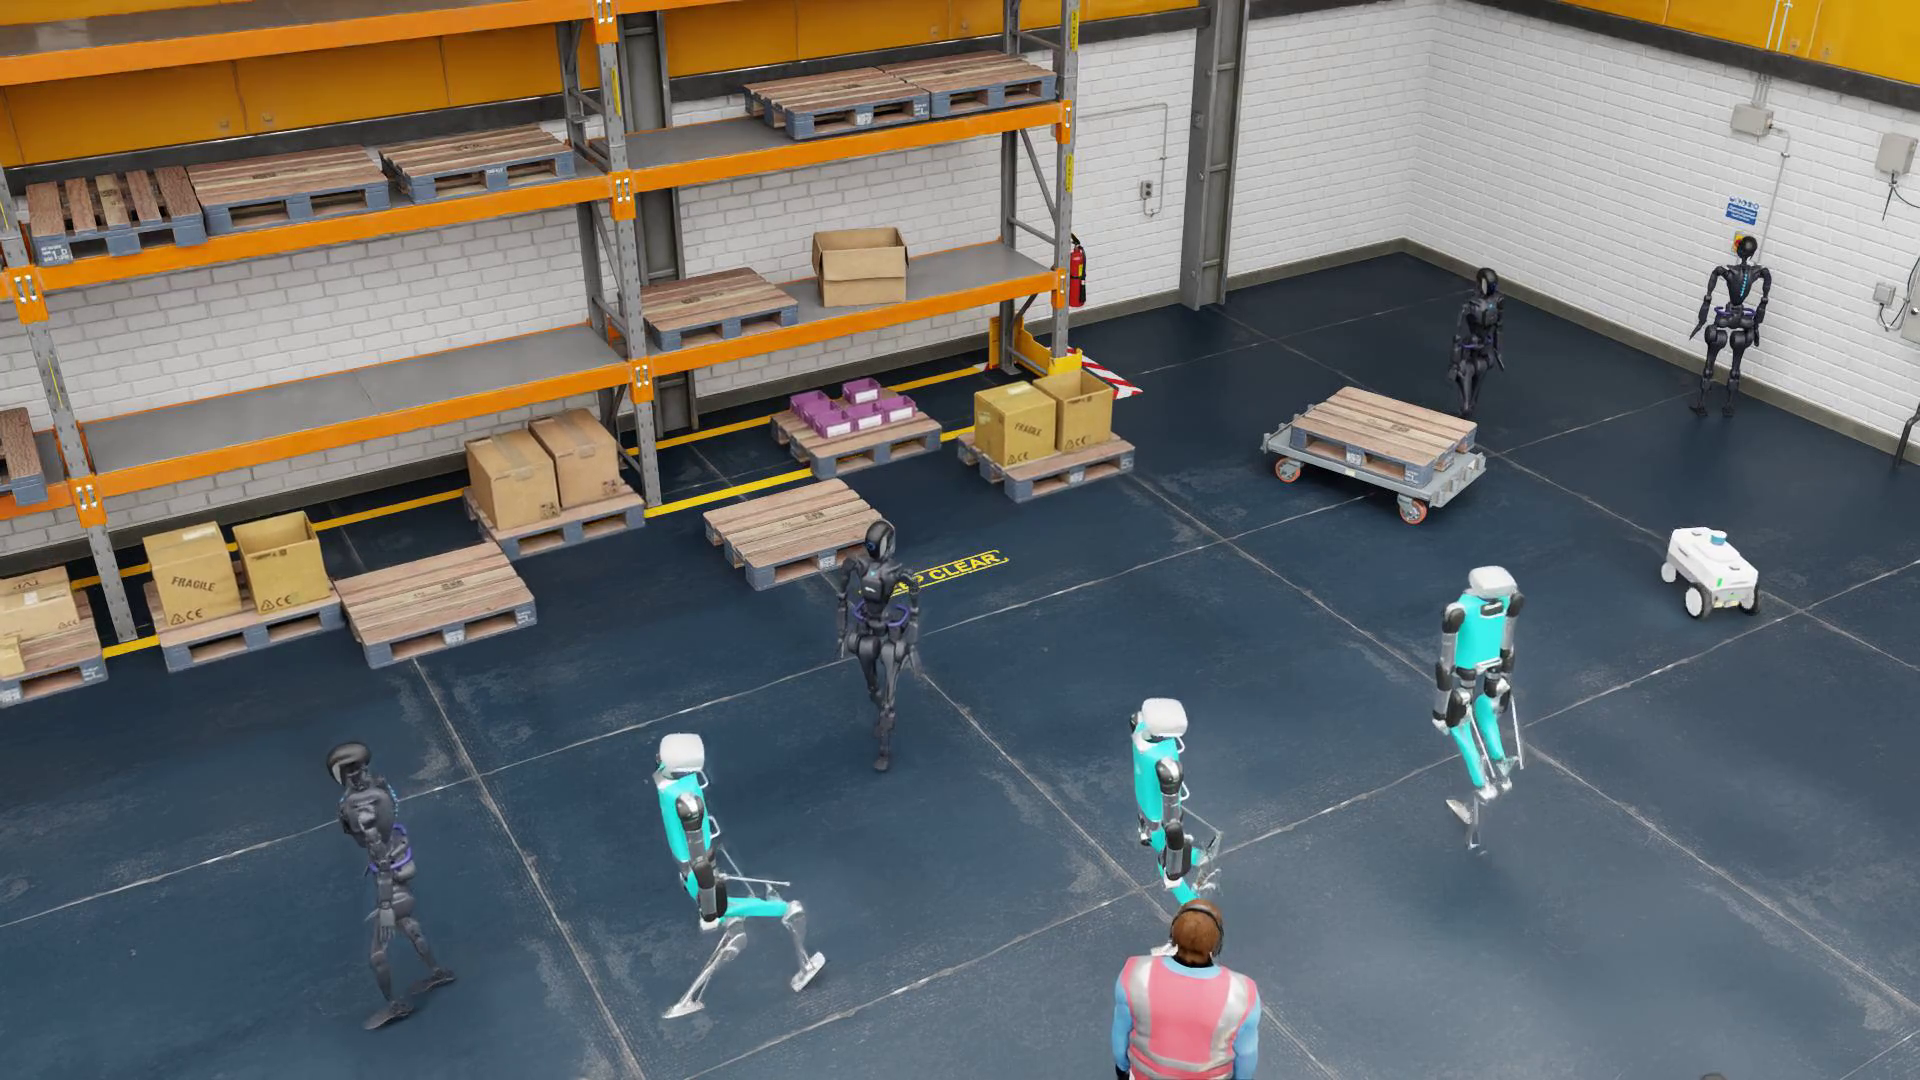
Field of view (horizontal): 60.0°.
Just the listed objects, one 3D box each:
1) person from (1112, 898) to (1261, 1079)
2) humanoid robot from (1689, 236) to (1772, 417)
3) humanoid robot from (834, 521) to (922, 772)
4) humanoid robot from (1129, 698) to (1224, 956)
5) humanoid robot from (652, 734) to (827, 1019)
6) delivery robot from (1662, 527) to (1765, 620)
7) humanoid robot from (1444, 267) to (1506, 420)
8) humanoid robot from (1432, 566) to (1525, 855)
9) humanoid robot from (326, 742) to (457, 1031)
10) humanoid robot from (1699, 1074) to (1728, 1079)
[{"bbox_3d":[0.974,2.323,7.280,0.631,1.831,0.429,7,30,12],"label":"person"},{"bbox_3d":[6.901,-1.919,14.926,0.599,1.657,0.315,5,30,8],"label":"humanoid robot"},{"bbox_3d":[-0.527,0.639,10.421,0.602,1.638,0.656,10,31,18],"label":"humanoid robot"},{"bbox_3d":[1.215,1.618,8.736,0.724,1.899,0.541,-7,30,-12],"label":"humanoid robot"},{"bbox_3d":[-1.074,1.690,8.538,1.012,1.780,0.530,-12,32,-20],"label":"humanoid robot"},{"bbox_3d":[5.556,0.228,12.288,0.499,0.602,0.795,-4,30,-8],"label":"delivery robot"},{"bbox_3d":[4.441,-1.575,14.338,0.611,1.646,0.344,-15,33,-25],"label":"humanoid robot"},{"bbox_3d":[3.086,1.061,9.625,0.533,1.806,0.714,-13,32,-21],"label":"humanoid robot"},{"bbox_3d":[-2.964,1.719,8.511,0.522,1.637,0.608,-13,32,-22],"label":"humanoid robot"},{"bbox_3d":[2.892,2.755,6.677,0.610,1.645,0.329,22,36,33],"label":"humanoid robot"}]
